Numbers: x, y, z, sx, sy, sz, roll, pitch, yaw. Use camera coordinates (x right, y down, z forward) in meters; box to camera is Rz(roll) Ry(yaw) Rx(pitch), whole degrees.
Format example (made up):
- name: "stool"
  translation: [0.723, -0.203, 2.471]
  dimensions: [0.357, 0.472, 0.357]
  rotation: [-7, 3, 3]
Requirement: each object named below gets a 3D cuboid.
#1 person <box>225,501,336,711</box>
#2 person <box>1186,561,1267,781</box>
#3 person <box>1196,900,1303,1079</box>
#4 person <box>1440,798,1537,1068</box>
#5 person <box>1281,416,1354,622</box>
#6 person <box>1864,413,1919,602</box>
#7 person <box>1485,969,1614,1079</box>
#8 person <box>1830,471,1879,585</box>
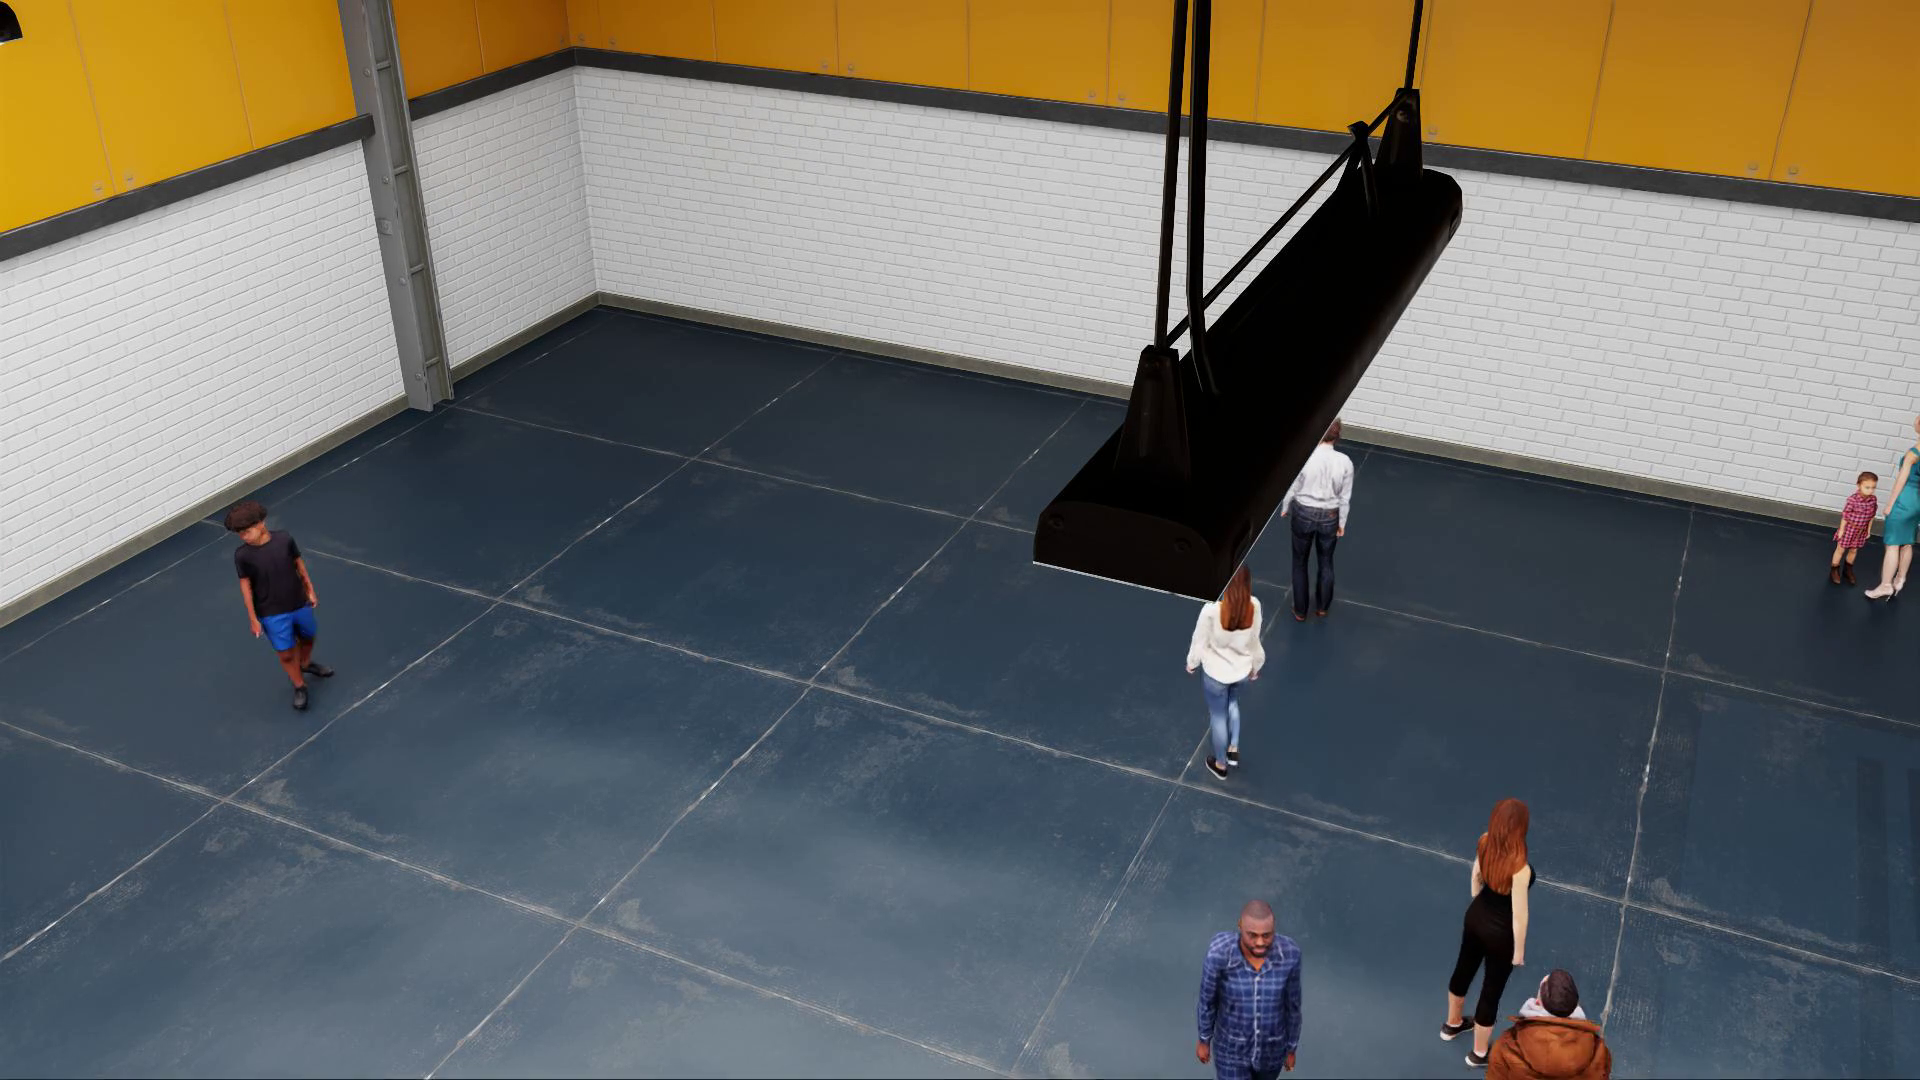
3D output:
- name: "person"
  translation: [-4.989, 0.446, 12.243]
  dimensions: [0.984, 1.762, 0.920]
  rotation: [23, 36, 36]
- name: "person"
  translation: [1.866, 0.943, 11.418]
  dimensions: [0.731, 1.678, 0.784]
  rotation: [-9, 30, -15]
- name: "person"
  translation: [1.458, 2.508, 8.433]
  dimensions: [0.997, 1.790, 1.208]
  rotation: [-1, 29, -2]
- name: "person"
  translation: [2.913, 2.142, 9.170]
  dimensions: [0.707, 1.726, 0.651]
  rotation: [-10, 30, -18]
- name: "person"
  translation: [2.833, -0.155, 13.294]
  dimensions: [0.775, 1.809, 0.798]
  rotation: [2, 29, 4]
- name: "person"
  translation: [7.780, -0.282, 13.657]
  dimensions: [0.591, 1.685, 0.687]
  rotation: [-17, 33, -28]
- name: "person"
  translation: [2.737, 2.835, 7.797]
  dimensions: [0.829, 1.824, 0.895]
  rotation: [5, 29, 9]
- name: "person"
  translation: [7.571, -0.121, 14.056]
  dimensions: [0.490, 1.021, 0.525]
  rotation: [-1, 29, -2]
